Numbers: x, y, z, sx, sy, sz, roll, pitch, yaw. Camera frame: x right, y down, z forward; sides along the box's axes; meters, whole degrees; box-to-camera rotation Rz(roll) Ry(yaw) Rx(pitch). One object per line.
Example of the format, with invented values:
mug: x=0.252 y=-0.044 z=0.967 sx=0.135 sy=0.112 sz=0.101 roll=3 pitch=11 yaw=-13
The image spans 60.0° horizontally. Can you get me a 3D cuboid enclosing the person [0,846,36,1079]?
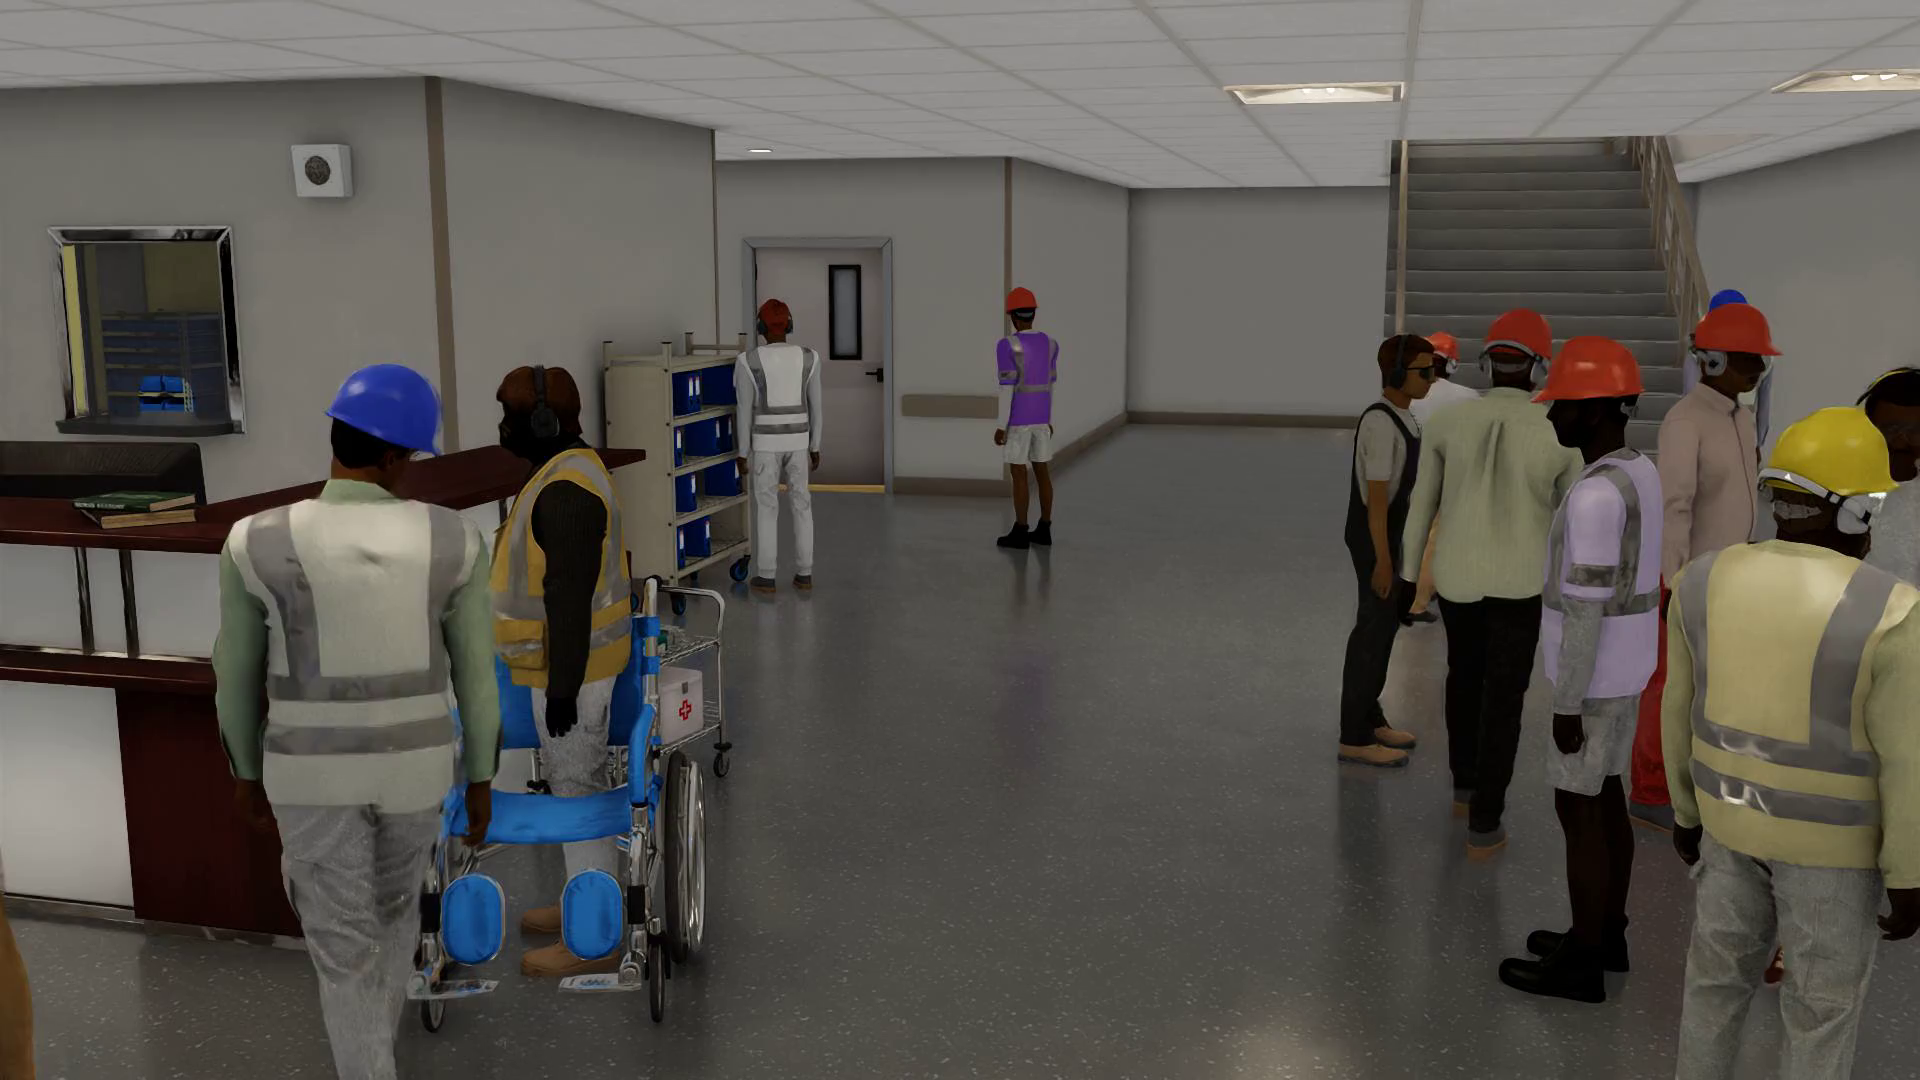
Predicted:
person: x=-1.630 y=0.852 z=2.332 sx=0.486 sy=1.821 sz=0.615 roll=9 pitch=13 yaw=43

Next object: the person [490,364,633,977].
person: x=-1.216 y=0.385 z=5.072 sx=0.429 sy=1.835 sz=0.630 roll=-3 pitch=10 yaw=-16

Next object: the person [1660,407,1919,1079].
person: x=1.838 y=0.623 z=3.654 sx=0.404 sy=1.831 sz=0.600 roll=-6 pitch=11 yaw=-31

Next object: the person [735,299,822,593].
person: x=-1.164 y=-0.599 z=10.696 sx=0.574 sy=1.887 sz=0.356 roll=-4 pitch=11 yaw=-24

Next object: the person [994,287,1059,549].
person: x=0.467 y=-0.898 z=12.323 sx=0.547 sy=1.930 sz=0.384 roll=-8 pitch=12 yaw=-38

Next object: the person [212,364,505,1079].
person: x=-1.460 y=0.534 z=3.997 sx=0.594 sy=1.893 sz=0.796 roll=-7 pitch=12 yaw=-34

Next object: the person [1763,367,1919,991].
person: x=2.623 y=0.421 z=4.850 sx=0.536 sy=1.827 sz=0.889 roll=5 pitch=11 yaw=29

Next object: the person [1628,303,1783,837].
person: x=2.788 y=0.116 z=6.205 sx=0.410 sy=1.986 sz=0.609 roll=9 pitch=13 yaw=44

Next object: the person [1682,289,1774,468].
person: x=4.842 y=-0.614 z=10.595 sx=0.614 sy=1.947 sz=0.389 roll=-2 pitch=10 yaw=-9

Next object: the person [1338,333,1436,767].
person: x=1.819 y=0.040 z=7.084 sx=0.342 sy=1.837 sz=0.503 roll=4 pitch=10 yaw=23

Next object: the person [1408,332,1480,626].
person: x=2.862 y=-0.376 z=9.909 sx=0.583 sy=1.704 sz=0.896 roll=8 pitch=13 yaw=41

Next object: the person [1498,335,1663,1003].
person: x=1.812 y=0.377 z=4.837 sx=0.378 sy=1.931 sz=0.546 roll=7 pitch=12 yaw=34

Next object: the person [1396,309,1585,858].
person: x=2.001 y=0.134 z=6.171 sx=0.632 sy=1.953 sz=0.862 roll=6 pitch=11 yaw=32
